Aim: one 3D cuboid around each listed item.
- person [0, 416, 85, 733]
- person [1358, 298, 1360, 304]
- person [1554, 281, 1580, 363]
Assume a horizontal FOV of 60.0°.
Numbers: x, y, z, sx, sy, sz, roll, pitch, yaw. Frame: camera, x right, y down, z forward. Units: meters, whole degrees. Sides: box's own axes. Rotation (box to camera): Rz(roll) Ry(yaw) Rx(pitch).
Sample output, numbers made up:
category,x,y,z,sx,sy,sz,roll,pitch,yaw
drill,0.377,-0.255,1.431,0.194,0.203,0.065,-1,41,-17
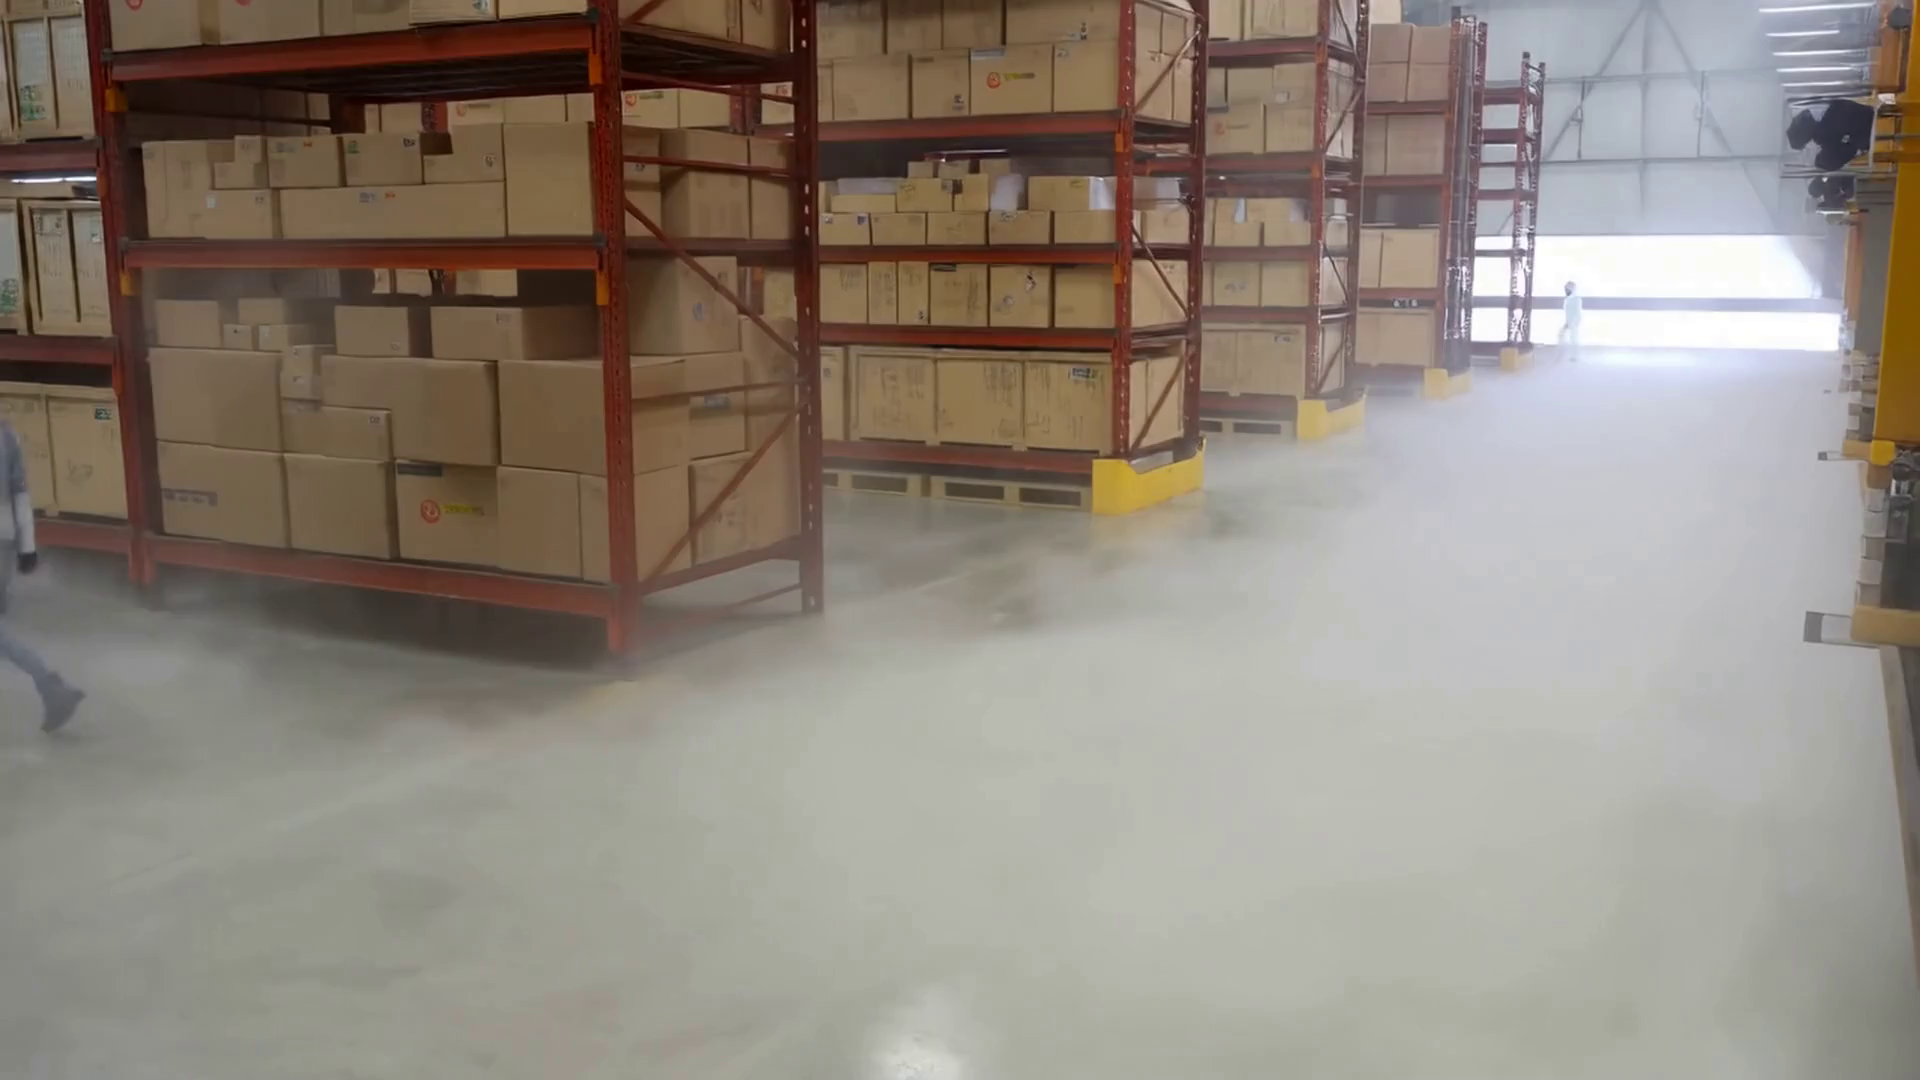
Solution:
category,x,y,z,sx,sy,sz,roll,pitch,yaw
person,-4.696,0.008,8.061,0.936,1.901,0.562,3,10,15
person,9.358,-5.360,39.598,0.340,1.733,0.479,0,10,-2
person,12.973,-4.649,35.487,0.583,1.732,0.568,-7,12,-37
